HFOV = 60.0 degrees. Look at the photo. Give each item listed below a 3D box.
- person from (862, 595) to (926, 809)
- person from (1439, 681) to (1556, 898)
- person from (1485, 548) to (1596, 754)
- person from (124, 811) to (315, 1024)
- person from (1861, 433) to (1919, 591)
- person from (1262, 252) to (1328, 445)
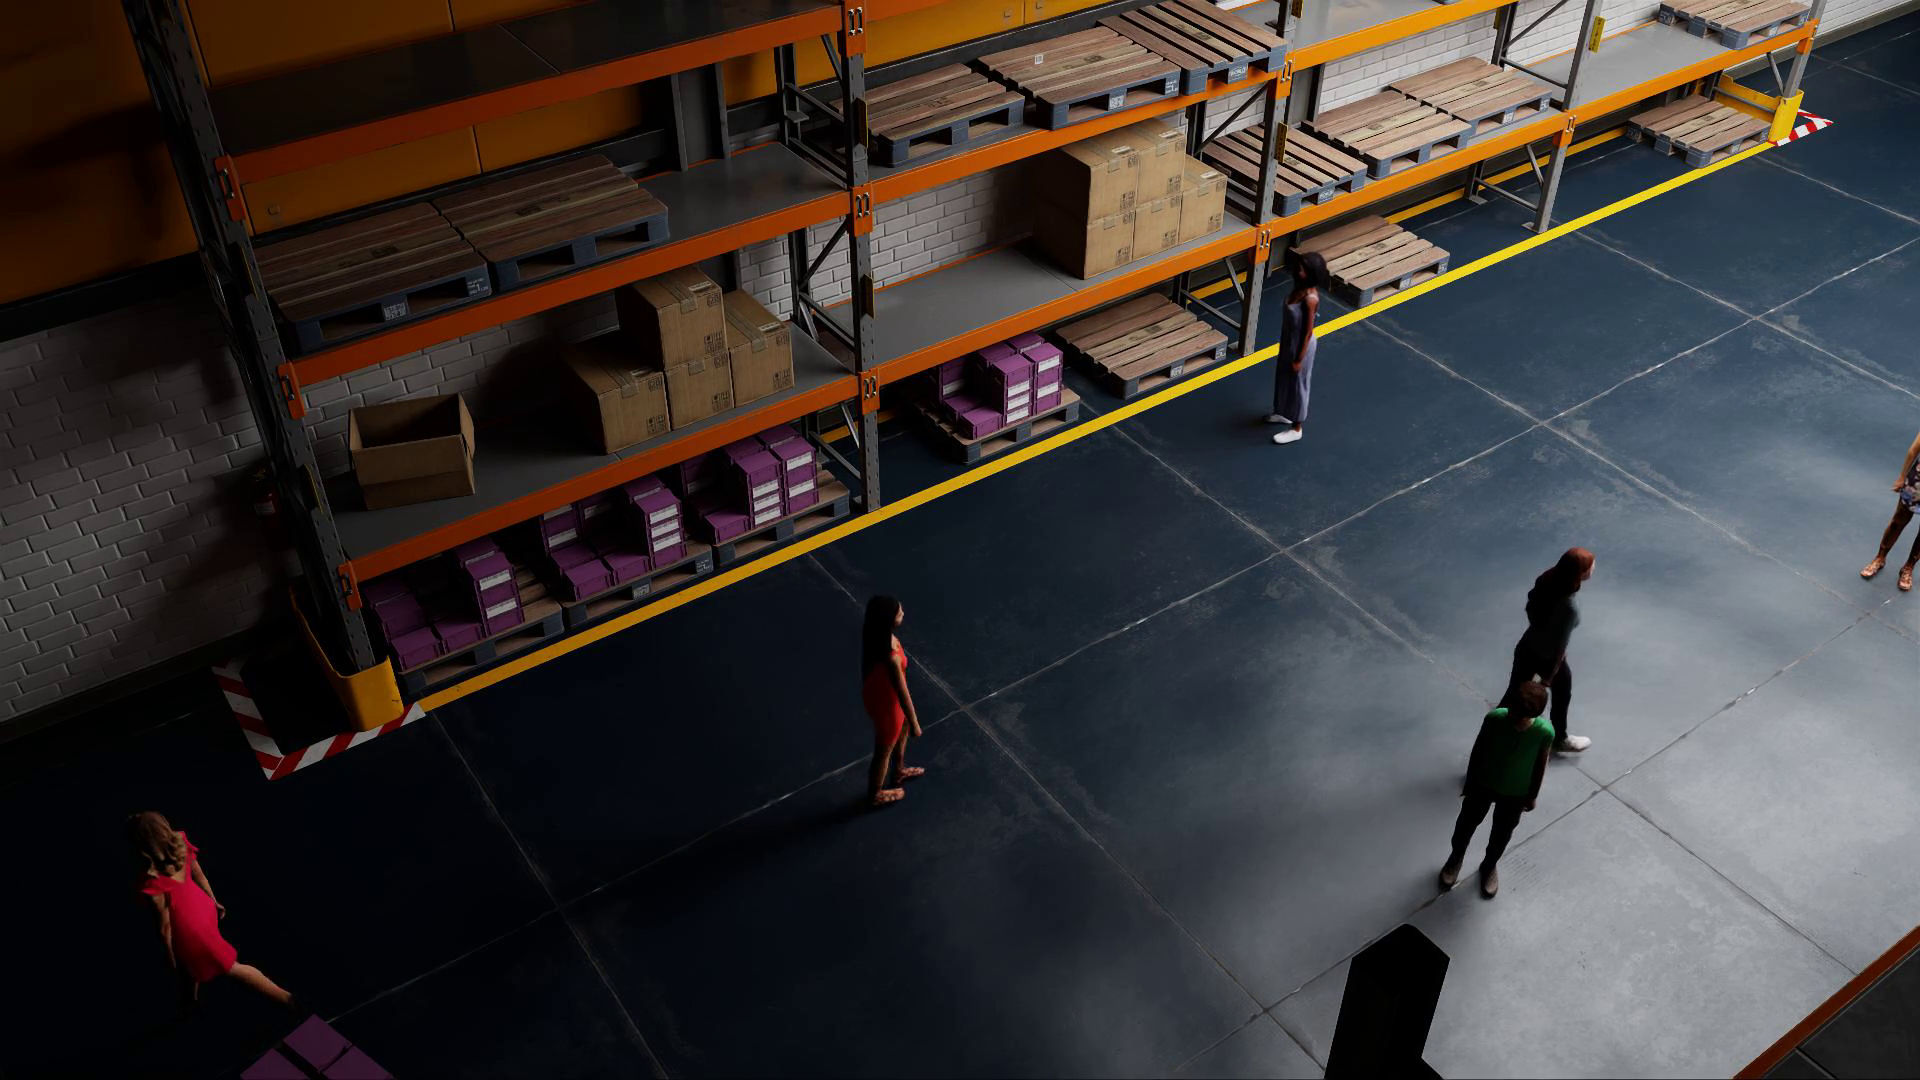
[{"bbox_3d":[-0.530,1.033,10.215,0.715,1.703,0.657,-17,42,-20],"label":"person"},{"bbox_3d":[3.183,1.416,9.776,0.674,1.652,0.703,13,40,16],"label":"person"},{"bbox_3d":[3.614,0.757,10.549,1.025,1.717,0.811,-10,40,-12],"label":"person"},{"bbox_3d":[-4.026,2.086,8.913,1.126,1.682,0.943,-1,39,-2],"label":"person"},{"bbox_3d":[7.019,-0.402,11.988,0.650,1.732,0.610,24,45,27],"label":"person"},{"bbox_3d":[2.737,-1.574,13.486,0.672,1.696,0.661,-3,39,-4],"label":"person"}]
